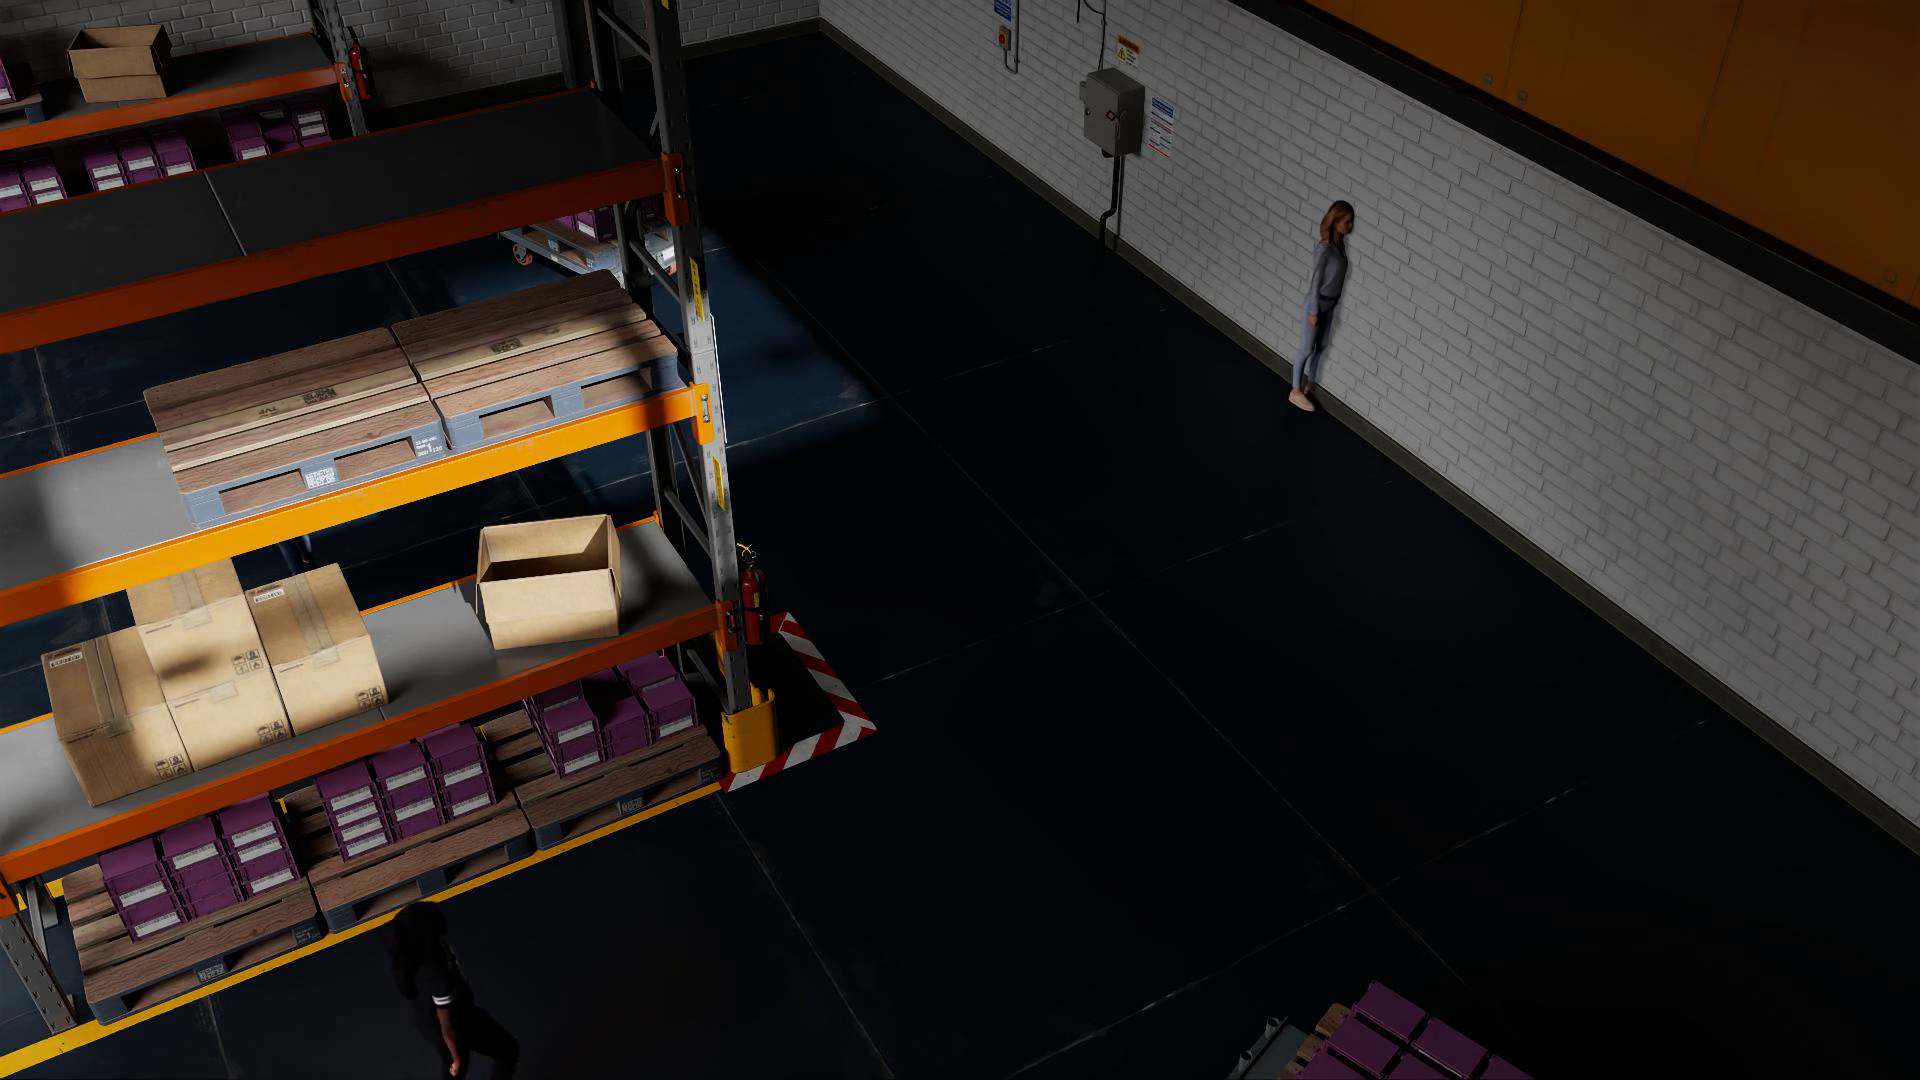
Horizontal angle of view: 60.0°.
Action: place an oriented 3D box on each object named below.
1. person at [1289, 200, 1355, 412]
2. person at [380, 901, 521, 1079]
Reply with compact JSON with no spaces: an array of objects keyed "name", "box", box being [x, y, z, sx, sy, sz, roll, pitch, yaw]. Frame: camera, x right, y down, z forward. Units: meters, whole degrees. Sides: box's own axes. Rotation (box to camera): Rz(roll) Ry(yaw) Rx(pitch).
[{"name":"person","box":[2.846,-1.848,13.059,0.513,1.795,0.684,-29,47,-31]},{"name":"person","box":[-2.475,2.337,7.882,0.723,1.717,0.692,-31,48,-33]}]
